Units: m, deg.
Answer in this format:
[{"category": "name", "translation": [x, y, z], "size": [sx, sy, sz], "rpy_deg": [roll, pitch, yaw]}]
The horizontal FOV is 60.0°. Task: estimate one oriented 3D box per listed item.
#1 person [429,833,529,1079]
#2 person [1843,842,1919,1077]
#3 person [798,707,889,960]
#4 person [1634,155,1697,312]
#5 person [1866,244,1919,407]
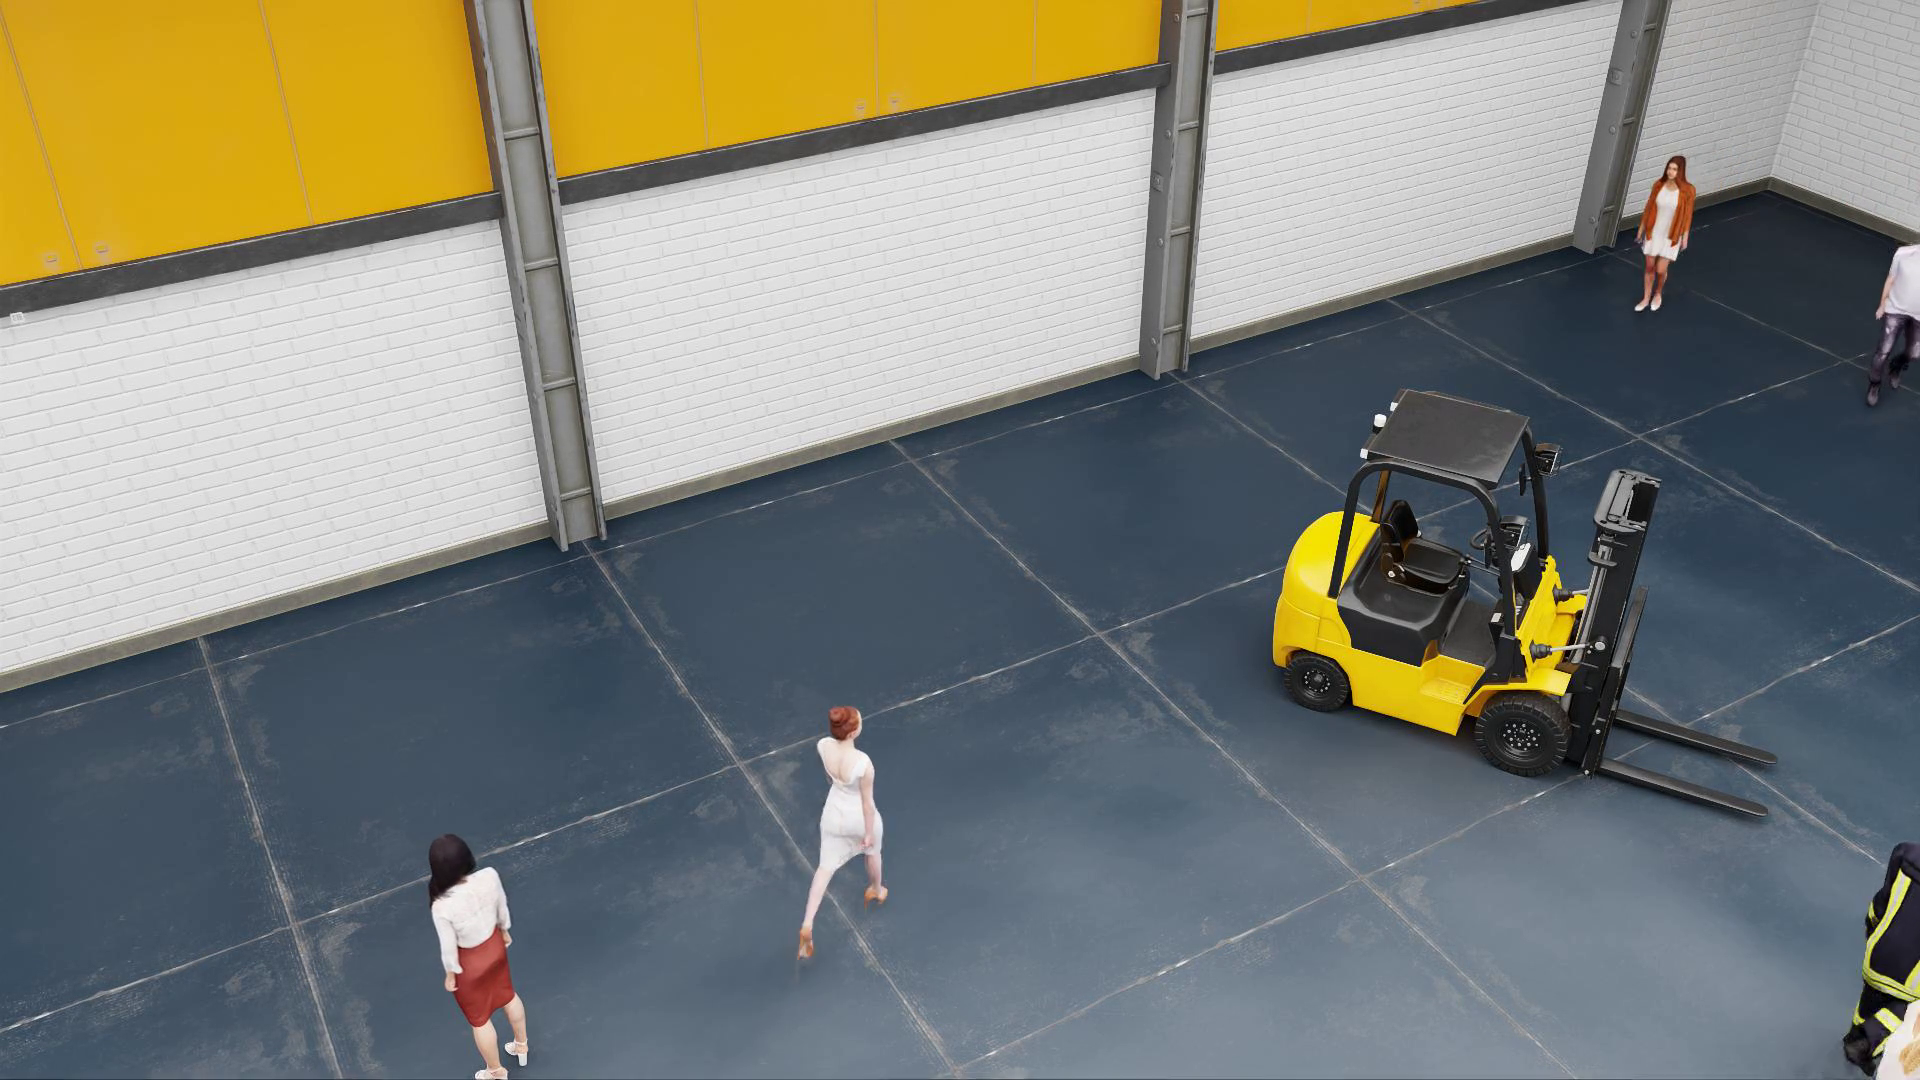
[{"category": "person", "translation": [-2.582, 2.257, 8.902], "size": [0.737, 1.750, 0.605], "rpy_deg": [20, 38, 27]}, {"category": "person", "translation": [5.089, 2.211, 8.915], "size": [0.854, 1.812, 0.734], "rpy_deg": [-18, 38, -25]}, {"category": "person", "translation": [-0.722, 1.700, 9.729], "size": [0.904, 1.762, 1.145], "rpy_deg": [19, 38, 26]}, {"category": "person", "translation": [7.272, -3.164, 17.101], "size": [0.725, 1.703, 0.710], "rpy_deg": [27, 42, 34]}, {"category": "person", "translation": [8.814, -2.150, 15.470], "size": [0.882, 1.819, 0.950], "rpy_deg": [13, 36, 19]}]
